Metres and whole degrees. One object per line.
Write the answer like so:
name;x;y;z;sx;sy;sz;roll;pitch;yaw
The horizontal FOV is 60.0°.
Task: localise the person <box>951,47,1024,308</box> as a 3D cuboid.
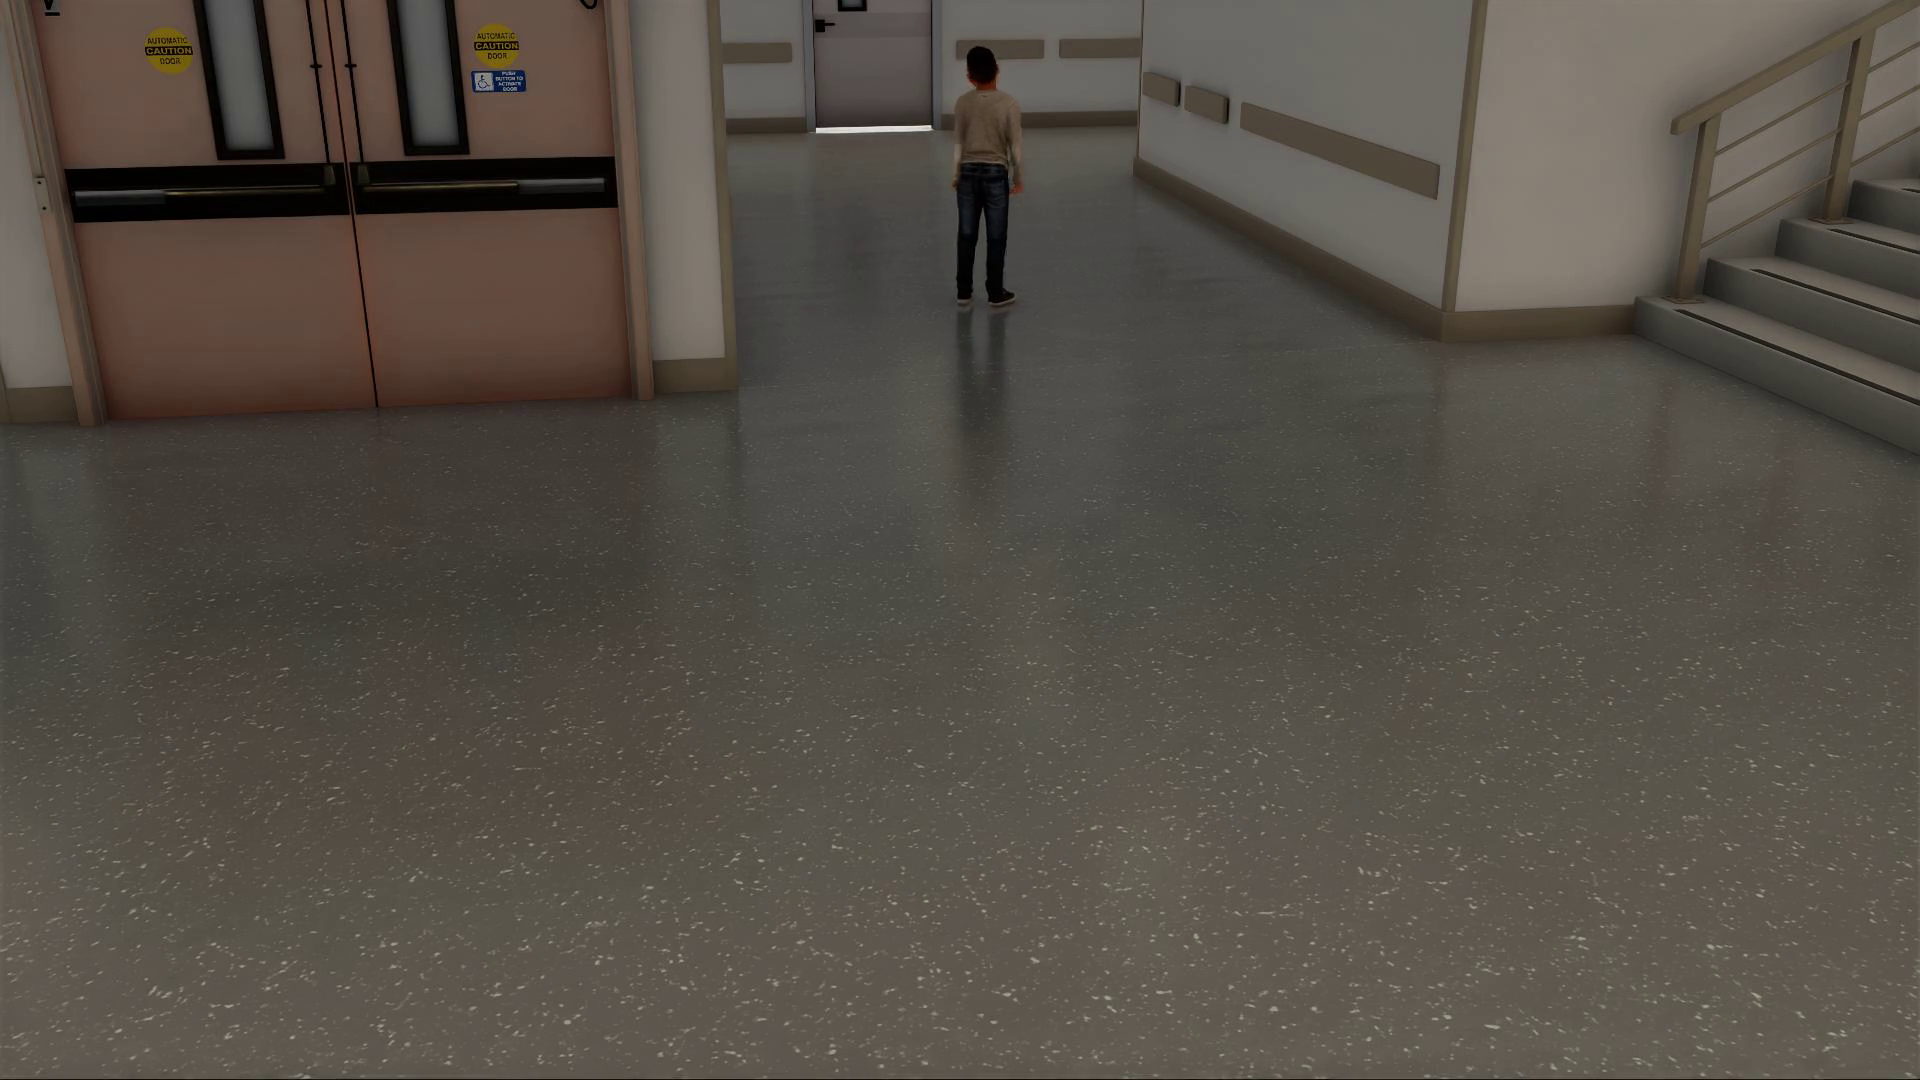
person;0.130;-2.077;9.550;0.564;1.461;0.700;6;22;15
